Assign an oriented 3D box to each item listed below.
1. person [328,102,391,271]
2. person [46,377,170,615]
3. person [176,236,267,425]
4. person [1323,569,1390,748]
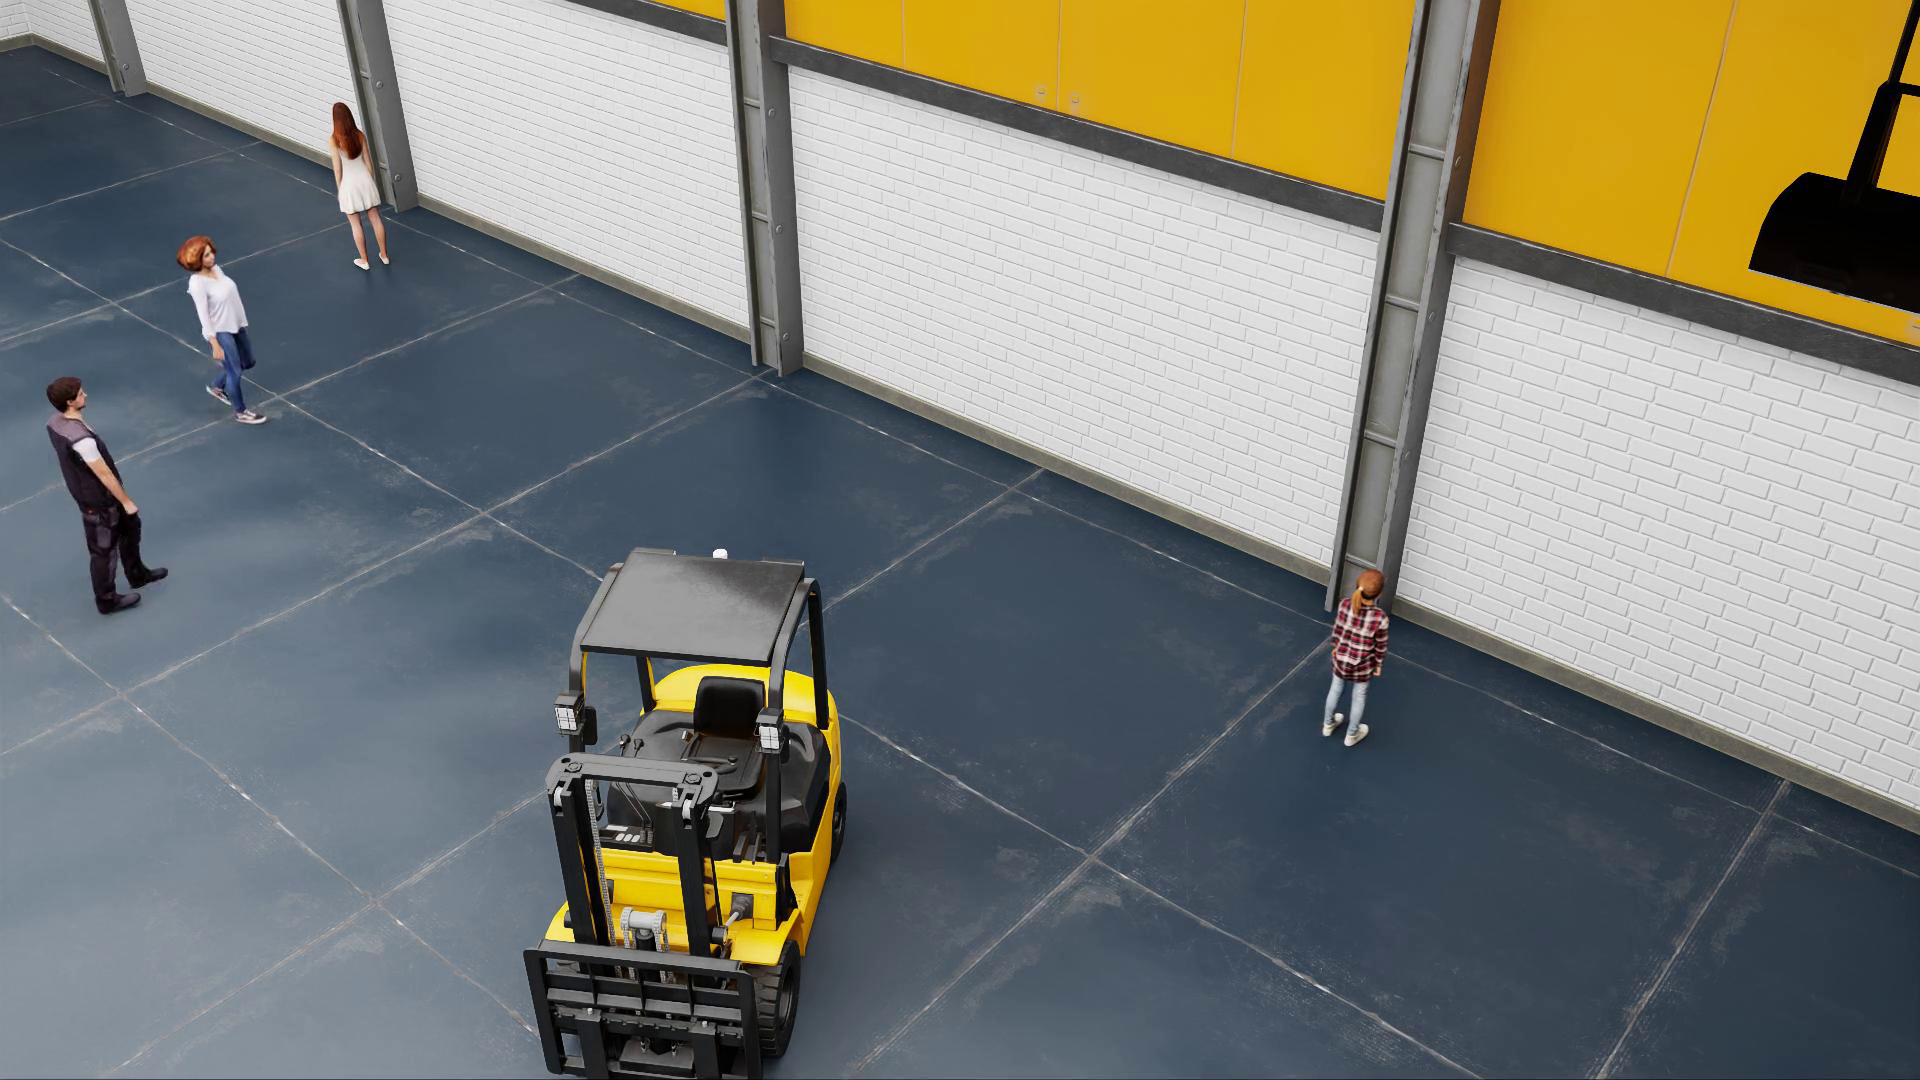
[{"bbox_3d":[-6.093,-3.579,16.786,0.599,1.711,0.571,-24,41,-32],"label":"person"},{"bbox_3d":[-6.172,-0.269,11.699,0.778,1.830,0.774,-24,41,-32],"label":"person"},{"bbox_3d":[-6.325,-1.779,14.093,0.923,1.694,0.851,3,34,4],"label":"person"},{"bbox_3d":[2.526,0.748,10.644,0.436,1.304,0.583,22,39,29],"label":"person"}]
